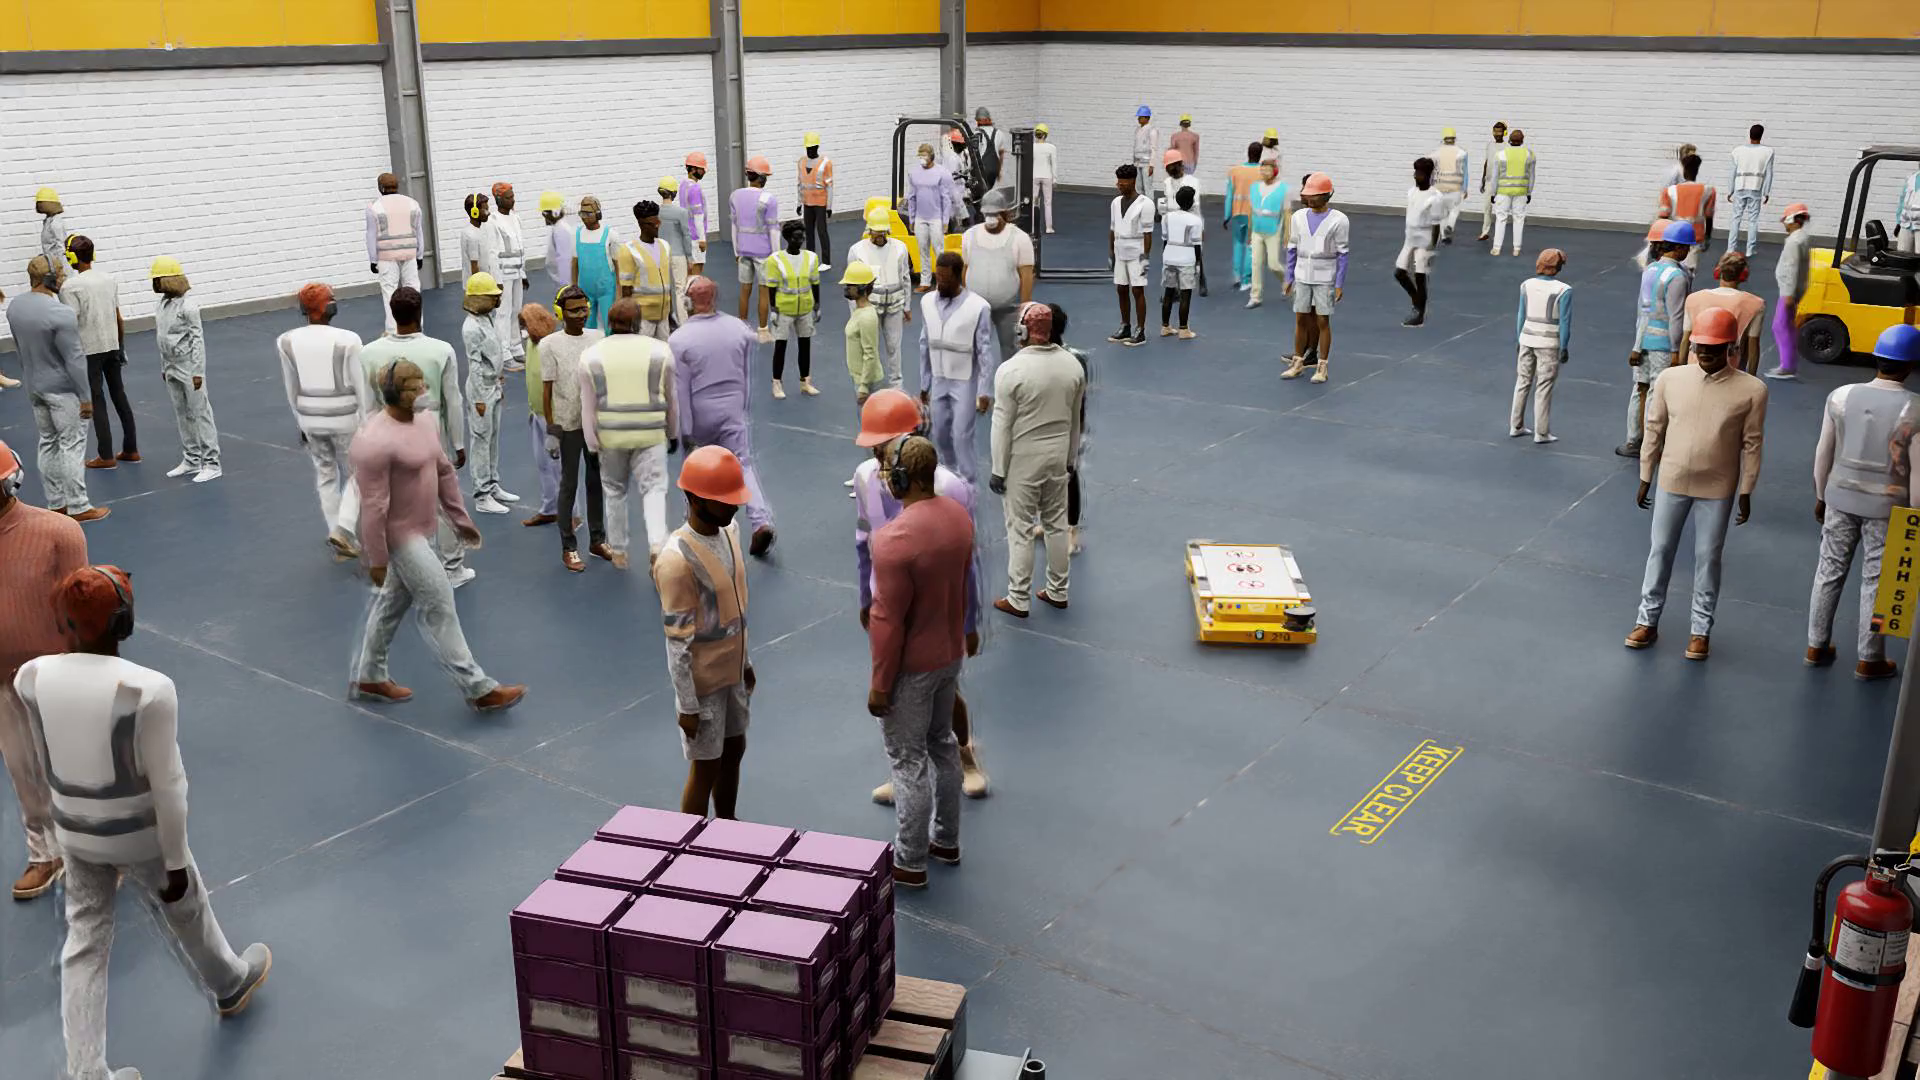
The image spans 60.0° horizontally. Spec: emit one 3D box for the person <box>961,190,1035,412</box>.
[{"bbox_3d":[0.332,-2.250,15.295,0.693,2.000,1.011,4,18,11],"label":"person"}]

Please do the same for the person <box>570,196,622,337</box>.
[{"bbox_3d":[-3.496,-2.383,16.025,0.513,1.844,0.328,4,18,11],"label":"person"}]

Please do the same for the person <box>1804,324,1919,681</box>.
[{"bbox_3d":[4.944,-0.204,9.042,0.404,1.948,0.605,-13,22,-35],"label":"person"}]

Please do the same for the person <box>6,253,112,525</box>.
[{"bbox_3d":[-6.358,-1.048,11.728,0.641,1.927,0.386,9,20,25],"label":"person"}]

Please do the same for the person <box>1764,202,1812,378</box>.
[{"bbox_3d":[8.271,-2.491,16.587,0.426,1.706,0.606,11,21,31],"label":"person"}]

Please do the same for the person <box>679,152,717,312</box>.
[{"bbox_3d":[-3.133,-3.638,19.819,0.374,1.927,0.543,-9,20,-25],"label":"person"}]

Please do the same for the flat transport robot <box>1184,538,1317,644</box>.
[{"bbox_3d":[1.759,0.290,10.211,0.652,0.197,1.431,1,18,3],"label":"flat transport robot"}]

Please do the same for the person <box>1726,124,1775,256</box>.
[{"bbox_3d":[11.682,-5.173,24.636,0.593,1.920,0.391,9,20,26],"label":"person"}]

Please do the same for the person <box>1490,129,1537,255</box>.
[{"bbox_3d":[8.183,-5.149,24.686,0.627,1.844,0.429,2,18,8],"label":"person"}]

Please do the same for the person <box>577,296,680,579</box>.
[{"bbox_3d":[-2.094,-0.638,10.625,0.629,1.814,0.741,-3,18,-10],"label":"person"}]

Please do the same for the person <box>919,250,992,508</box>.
[{"bbox_3d":[-0.030,-1.156,12.091,0.610,1.920,0.381,12,21,32],"label":"person"}]

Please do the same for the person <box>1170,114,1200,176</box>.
[{"bbox_3d":[4.017,-6.738,29.806,0.530,1.753,0.347,0,18,1],"label":"person"}]

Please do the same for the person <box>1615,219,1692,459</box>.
[{"bbox_3d":[5.621,-1.623,13.501,0.551,1.935,0.375,-13,22,-34],"label":"person"}]

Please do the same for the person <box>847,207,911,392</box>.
[{"bbox_3d":[-0.738,-2.159,15.376,0.601,1.817,0.403,-6,19,-18],"label":"person"}]

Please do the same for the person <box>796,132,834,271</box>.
[{"bbox_3d":[-2.031,-4.717,23.216,0.594,1.917,0.397,12,21,33],"label":"person"}]

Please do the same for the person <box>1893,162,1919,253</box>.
[{"bbox_3d":[11.876,-3.907,20.625,0.393,1.949,0.602,-7,19,-22],"label":"person"}]

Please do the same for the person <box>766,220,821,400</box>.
[{"bbox_3d":[-1.555,-2.154,15.576,0.544,1.690,0.322,-9,20,-26],"label":"person"}]

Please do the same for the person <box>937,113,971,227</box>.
[{"bbox_3d":[-0.082,-5.944,27.031,0.595,1.925,0.372,9,20,26],"label":"person"}]

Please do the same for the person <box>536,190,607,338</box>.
[{"bbox_3d":[-3.904,-2.651,16.951,0.718,1.797,0.629,-1,18,-3],"label":"person"}]

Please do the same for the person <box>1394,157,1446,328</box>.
[{"bbox_3d":[5.241,-3.393,19.022,0.421,1.944,0.642,-8,19,-22],"label":"person"}]

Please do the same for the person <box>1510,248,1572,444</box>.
[{"bbox_3d":[4.901,-1.636,14.042,0.314,1.633,0.519,-10,20,-29],"label":"person"}]

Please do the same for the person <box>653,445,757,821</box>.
[{"bbox_3d":[-0.988,0.540,6.763,0.391,1.923,0.553,6,19,18],"label":"person"}]

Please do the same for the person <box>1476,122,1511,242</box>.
[{"bbox_3d":[8.409,-5.622,26.142,0.334,1.860,0.509,-14,22,-37],"label":"person"}]

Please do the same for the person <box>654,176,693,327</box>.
[{"bbox_3d":[-3.239,-3.187,18.668,0.523,1.769,0.315,5,18,16],"label":"person"}]

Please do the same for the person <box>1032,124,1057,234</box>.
[{"bbox_3d":[1.322,-5.876,27.094,0.524,1.759,0.328,3,18,9],"label":"person"}]

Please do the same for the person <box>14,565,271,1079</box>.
[{"bbox_3d":[-2.793,0.956,5.598,0.593,1.833,0.978,3,18,8],"label":"person"}]

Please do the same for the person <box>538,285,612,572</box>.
[{"bbox_3d":[-2.462,-0.734,10.830,0.317,1.870,0.531,16,24,41],"label":"person"}]

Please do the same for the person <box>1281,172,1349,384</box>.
[{"bbox_3d":[3.450,-2.547,16.220,0.616,2.040,0.381,13,22,35],"label":"person"}]

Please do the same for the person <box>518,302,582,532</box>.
[{"bbox_3d":[-2.897,-0.856,11.616,0.369,1.619,0.514,-11,21,-31],"label":"person"}]

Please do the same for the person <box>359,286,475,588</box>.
[{"bbox_3d":[-3.389,-0.617,10.385,0.590,1.919,0.396,0,18,-1],"label":"person"}]

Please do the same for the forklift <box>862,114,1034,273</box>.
[{"bbox_3d":[-0.171,-4.594,22.377,2.313,2.155,1.214,1,18,3],"label":"forklift"}]

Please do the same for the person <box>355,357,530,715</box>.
[{"bbox_3d":[-2.769,-0.009,8.537,1.012,1.886,0.645,2,18,5],"label":"person"}]

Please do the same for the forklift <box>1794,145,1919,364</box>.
[{"bbox_3d":[9.803,-2.879,17.013,2.313,2.155,1.214,12,21,33],"label":"forklift"}]
